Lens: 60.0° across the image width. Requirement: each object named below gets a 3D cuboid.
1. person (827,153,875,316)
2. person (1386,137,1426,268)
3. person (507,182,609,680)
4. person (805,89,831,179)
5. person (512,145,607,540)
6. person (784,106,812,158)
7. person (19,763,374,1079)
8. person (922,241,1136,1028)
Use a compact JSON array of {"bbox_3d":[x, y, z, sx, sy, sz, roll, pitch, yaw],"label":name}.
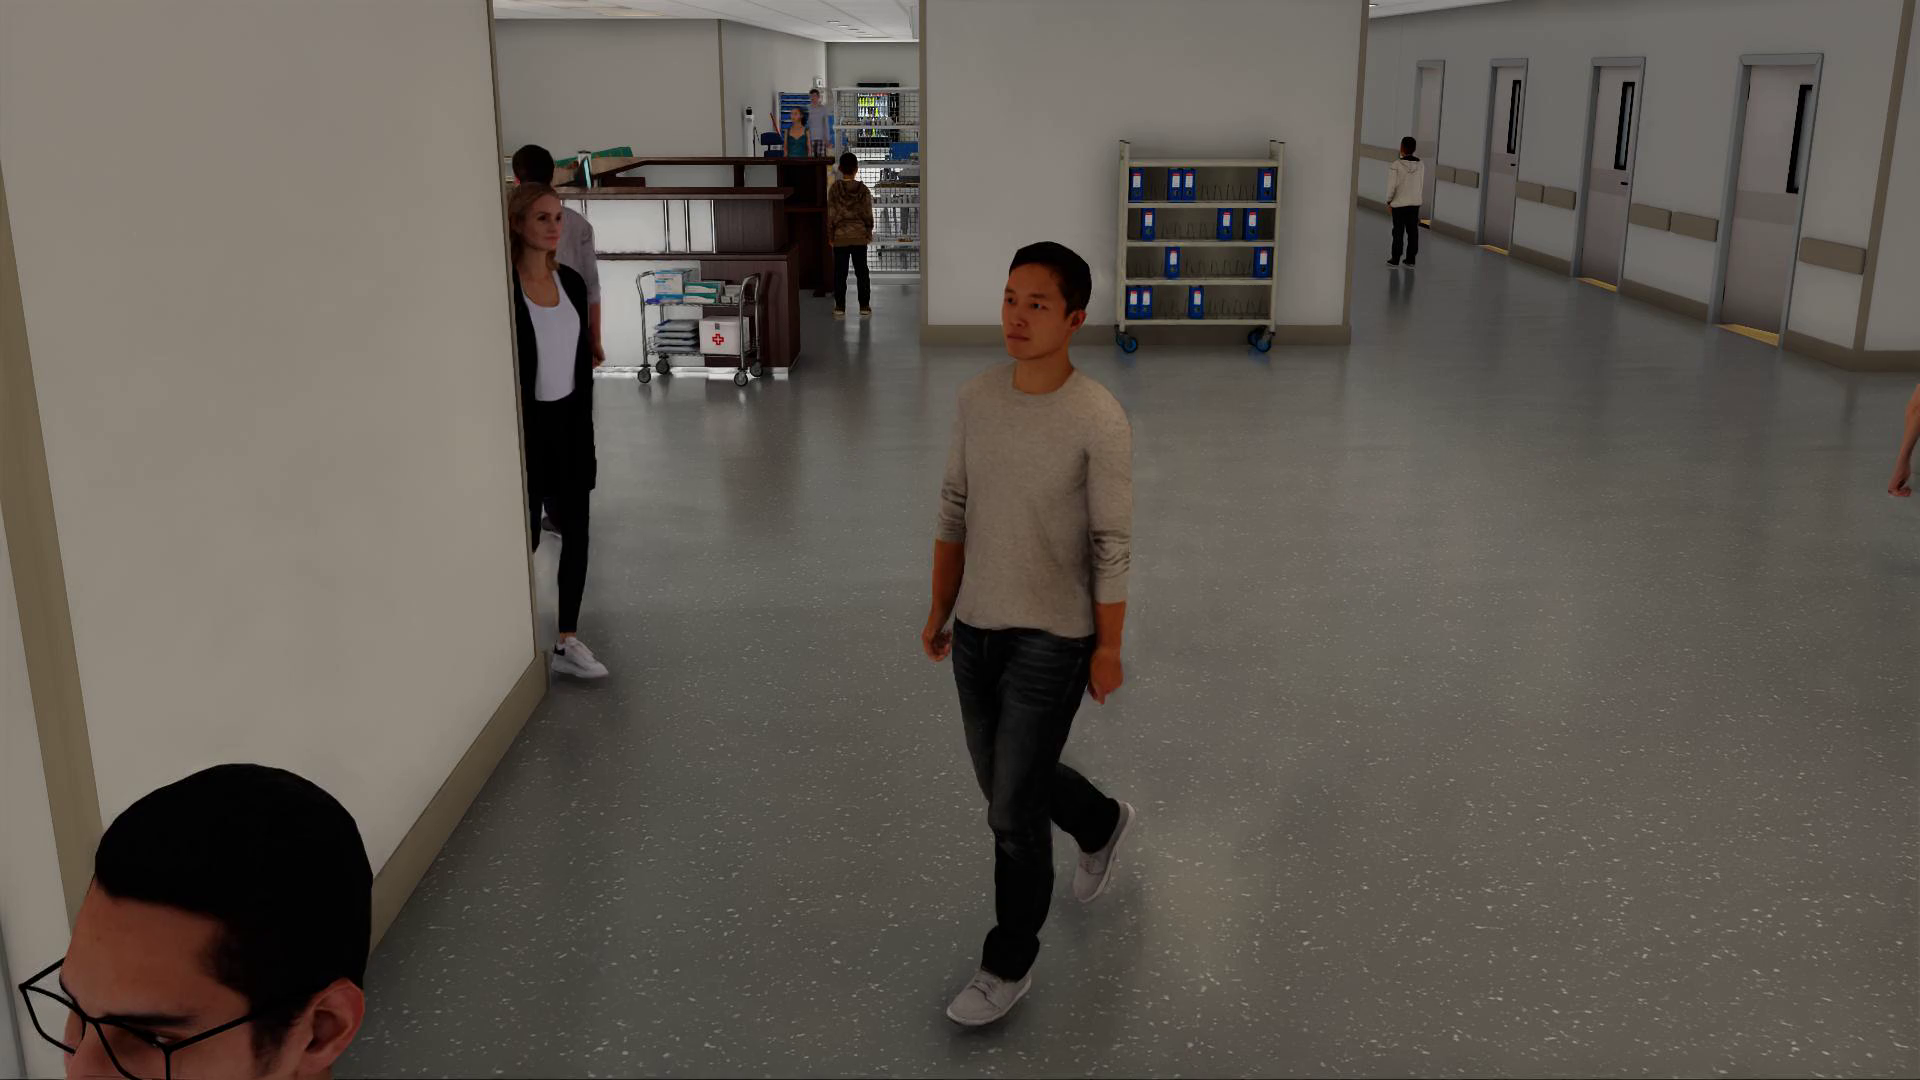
[{"bbox_3d":[-1.007,-2.791,15.184,0.520,1.455,0.659,-1,16,-5],"label":"person"},{"bbox_3d":[5.096,-3.857,18.970,0.483,1.453,0.661,-2,16,-8],"label":"person"},{"bbox_3d":[-1.566,-0.368,5.989,1.022,1.780,0.943,14,21,40],"label":"person"},{"bbox_3d":[-2.652,-7.462,31.048,0.687,1.838,0.753,2,16,7],"label":"person"},{"bbox_3d":[-1.899,-0.903,7.791,0.825,1.832,0.902,-10,19,-32],"label":"person"},{"bbox_3d":[-2.306,-5.319,23.726,0.446,1.686,0.620,2,16,7],"label":"person"},{"bbox_3d":[-0.471,0.976,1.272,0.449,1.753,0.670,0,16,0],"label":"person"},{"bbox_3d":[0.209,0.201,3.955,1.072,1.789,1.108,13,20,39],"label":"person"}]
